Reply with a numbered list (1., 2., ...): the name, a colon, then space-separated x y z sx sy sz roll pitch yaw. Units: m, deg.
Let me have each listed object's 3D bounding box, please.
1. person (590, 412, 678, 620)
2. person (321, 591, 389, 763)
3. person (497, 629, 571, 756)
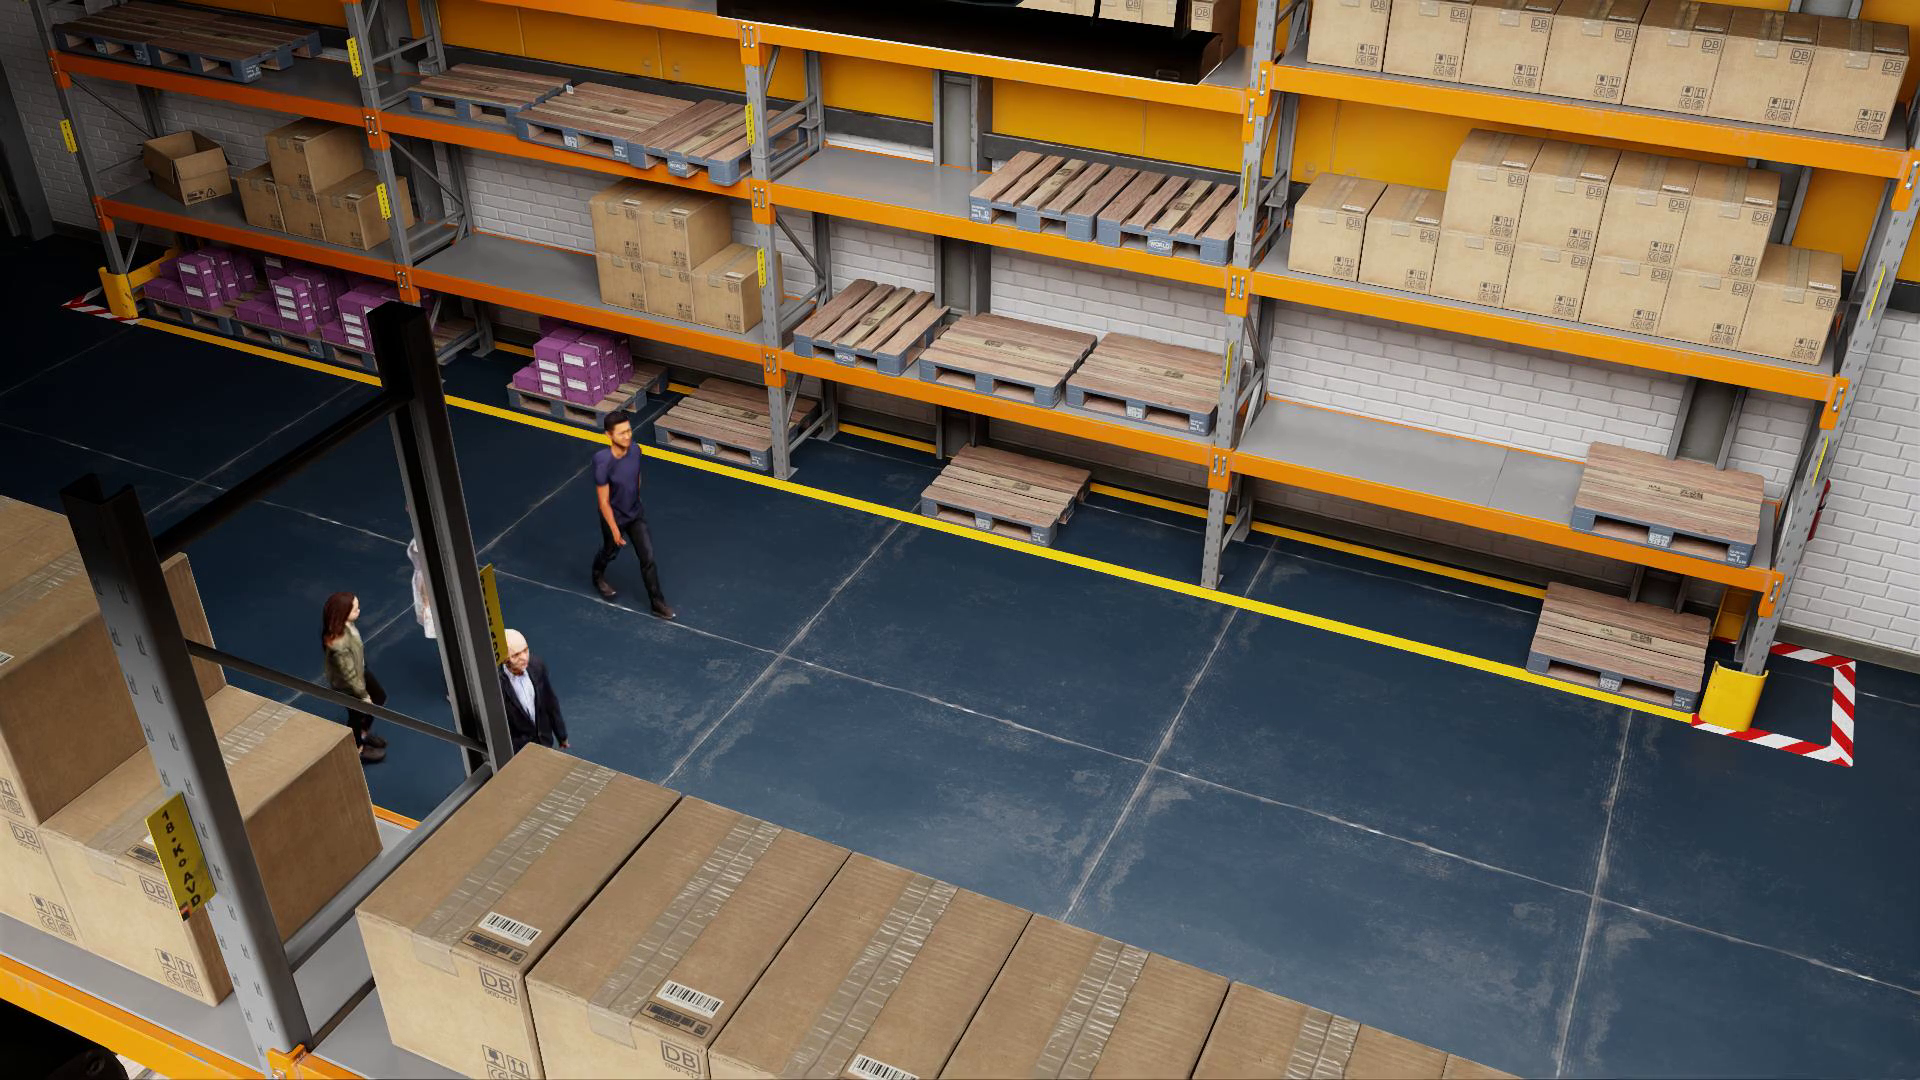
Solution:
1. person: -2.668 -0.221 12.829 1.209 1.756 0.865 26 42 33
2. person: -4.212 0.961 11.320 0.718 1.458 0.691 -8 34 -12
3. person: -2.803 1.277 10.540 0.707 1.796 0.762 23 40 30
